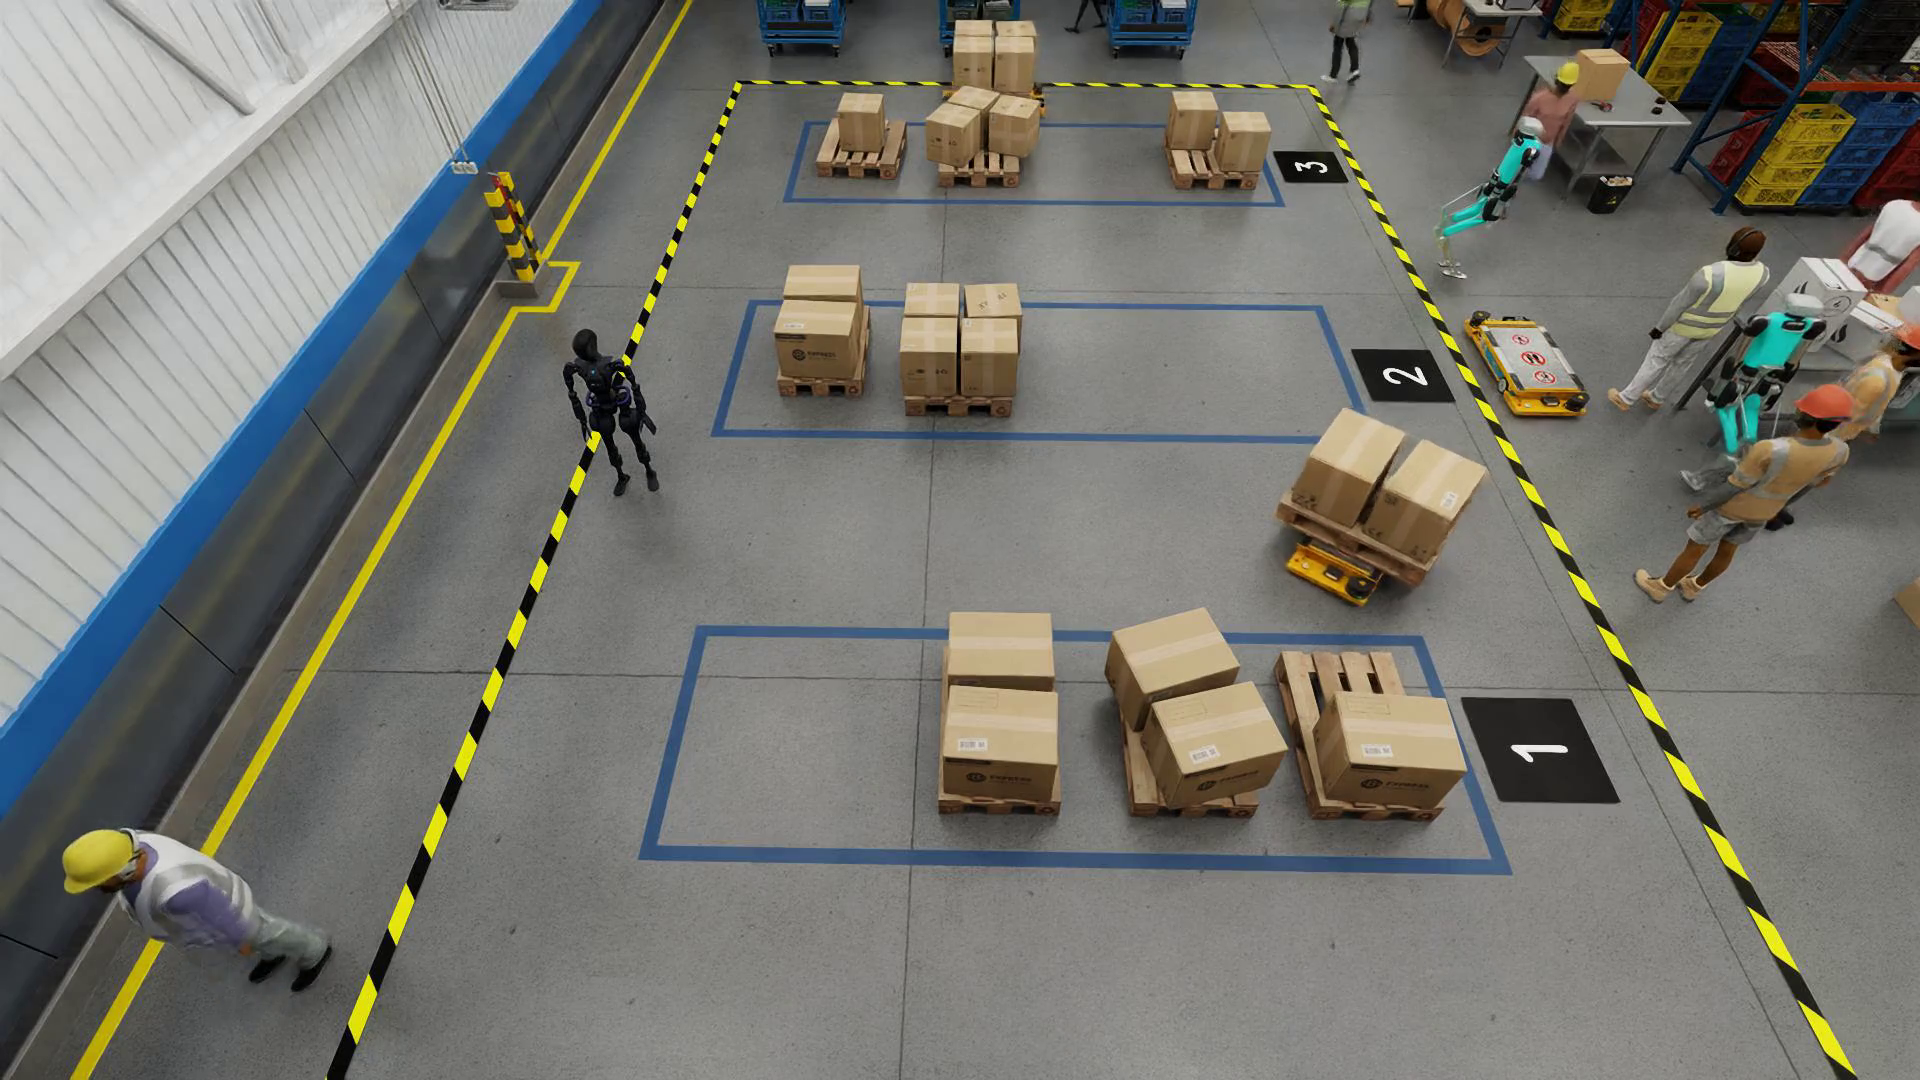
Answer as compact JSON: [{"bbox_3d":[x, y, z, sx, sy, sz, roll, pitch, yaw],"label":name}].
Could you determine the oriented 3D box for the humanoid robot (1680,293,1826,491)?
[{"bbox_3d":[6.452,-1.050,7.471,0.550,1.752,0.838,5,49,4],"label":"humanoid robot"}]

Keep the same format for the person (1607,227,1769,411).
[{"bbox_3d":[6.494,-1.913,8.156,0.622,1.837,0.429,-3,49,-2],"label":"person"}]

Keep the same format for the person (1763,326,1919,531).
[{"bbox_3d":[6.936,-0.837,7.167,0.551,1.922,0.474,-35,57,-26],"label":"person"}]

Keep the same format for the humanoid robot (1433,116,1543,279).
[{"bbox_3d":[5.366,-3.556,9.554,0.735,1.672,0.533,8,50,7],"label":"humanoid robot"}]

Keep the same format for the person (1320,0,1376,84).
[{"bbox_3d":[5.498,-7.330,12.859,0.657,1.818,0.459,-19,52,-16],"label":"person"}]

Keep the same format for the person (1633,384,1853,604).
[{"bbox_3d":[5.631,-0.268,6.599,0.604,2.036,0.385,1,49,1],"label":"person"}]

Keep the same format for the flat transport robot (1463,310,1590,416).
[{"bbox_3d":[5.573,-1.757,9.054,0.659,0.231,1.431,1,49,1],"label":"flat transport robot"}]

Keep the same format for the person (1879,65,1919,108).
[{"bbox_3d":[13.038,-6.651,12.242,0.503,1.860,0.332,26,54,21],"label":"person"}]

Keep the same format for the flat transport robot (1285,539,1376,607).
[{"bbox_3d":[3.322,-0.104,7.605,0.652,0.197,1.431,30,55,23],"label":"flat transport robot"}]

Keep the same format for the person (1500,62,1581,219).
[{"bbox_3d":[6.608,-4.567,10.501,0.542,1.750,0.419,4,49,4],"label":"person"}]

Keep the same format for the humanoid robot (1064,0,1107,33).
[{"bbox_3d":[2.047,-8.804,14.248,0.747,1.626,0.610,-3,49,-3],"label":"humanoid robot"}]

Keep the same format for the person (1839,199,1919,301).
[{"bbox_3d":[8.573,-2.545,8.680,0.920,1.881,0.597,-12,50,-10],"label":"person"}]

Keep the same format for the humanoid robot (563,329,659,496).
[{"bbox_3d":[-2.819,-1.021,7.477,0.599,1.655,0.315,-6,49,-5],"label":"humanoid robot"}]

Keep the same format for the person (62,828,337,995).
[{"bbox_3d":[-3.946,1.953,4.809,0.599,1.829,0.404,20,52,17],"label":"person"}]

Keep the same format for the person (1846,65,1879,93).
[{"bbox_3d":[12.975,-7.147,12.764,0.581,1.711,0.489,35,58,27],"label":"person"}]

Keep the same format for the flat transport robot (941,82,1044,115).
[{"bbox_3d":[0.462,-6.223,12.901,1.431,0.197,0.652,1,49,1],"label":"flat transport robot"}]
